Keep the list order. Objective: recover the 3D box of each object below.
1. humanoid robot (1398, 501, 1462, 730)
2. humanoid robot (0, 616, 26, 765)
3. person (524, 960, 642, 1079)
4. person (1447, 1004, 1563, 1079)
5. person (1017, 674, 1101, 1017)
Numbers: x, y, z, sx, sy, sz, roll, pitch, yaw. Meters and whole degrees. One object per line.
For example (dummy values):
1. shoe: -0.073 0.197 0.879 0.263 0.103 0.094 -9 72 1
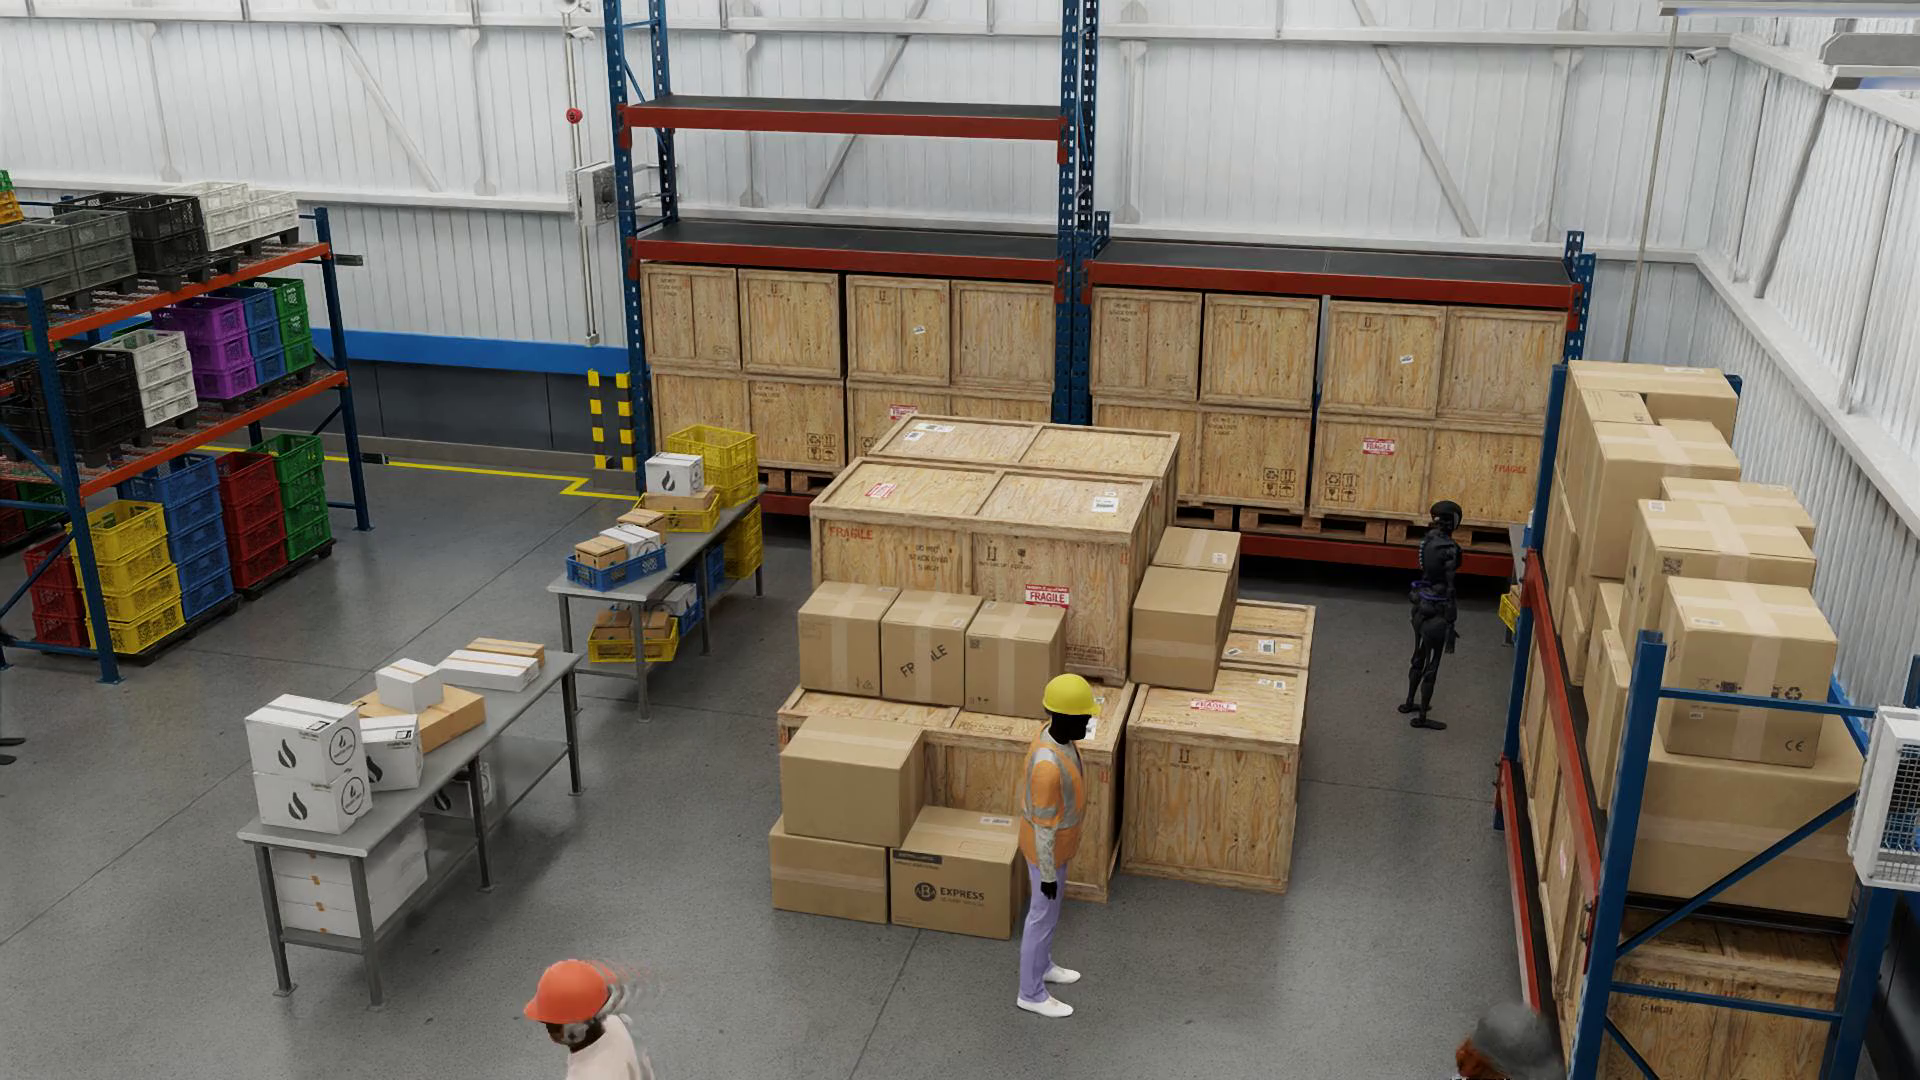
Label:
1. humanoid robot: 3.353 0.507 11.728 0.318 1.657 0.603 -2 21 -4
2. humanoid robot: -6.621 0.692 11.248 0.326 1.655 0.609 -5 21 -13
3. person: -1.473 2.439 6.296 0.959 1.950 0.660 0 21 -1
4. person: 1.901 2.526 5.958 0.689 2.000 0.536 -17 27 -38
5. person: 0.509 1.573 8.630 0.401 1.919 0.588 4 21 10
